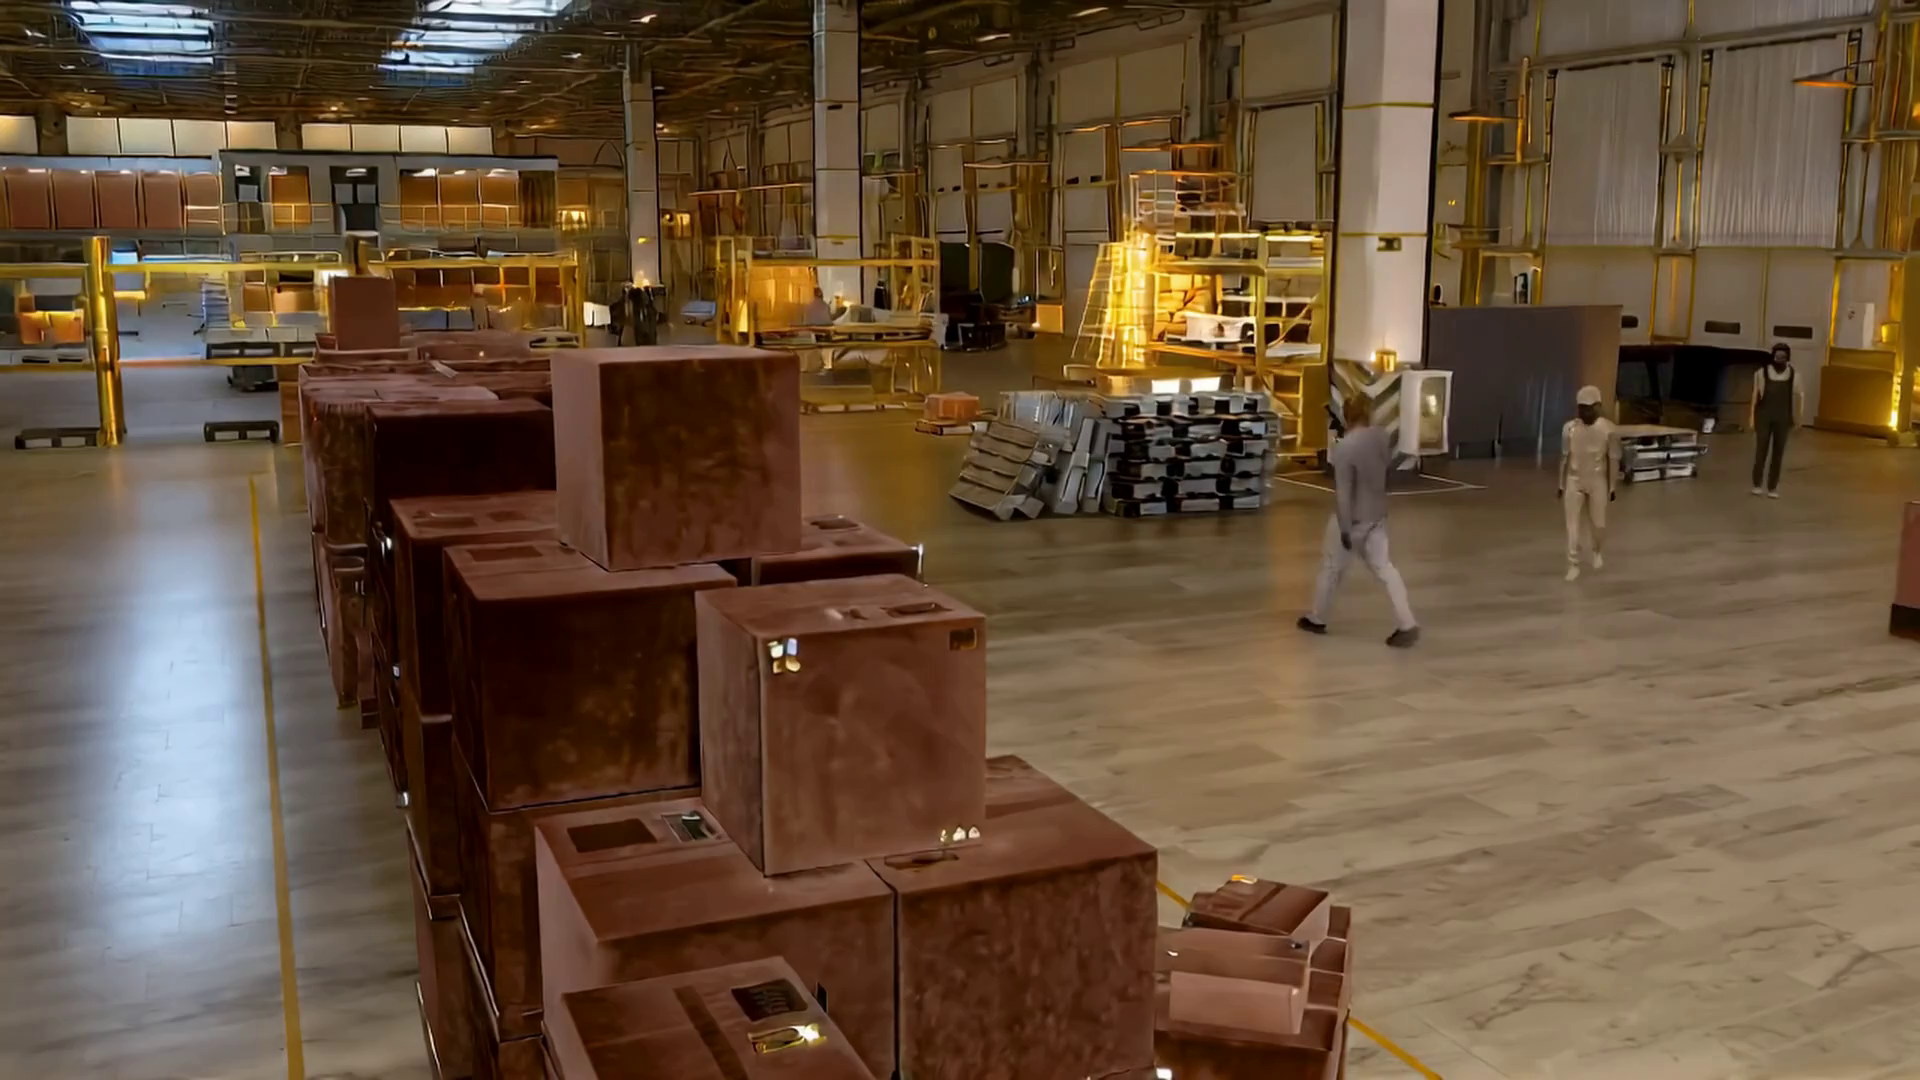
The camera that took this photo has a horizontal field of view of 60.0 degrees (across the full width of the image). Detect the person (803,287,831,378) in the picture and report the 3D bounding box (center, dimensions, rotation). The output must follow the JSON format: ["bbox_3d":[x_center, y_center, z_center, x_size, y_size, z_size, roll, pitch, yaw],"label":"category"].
[{"bbox_3d":[-3.101,-4.479,35.879,0.626,1.975,0.591,-5,12,-27],"label":"person"}]

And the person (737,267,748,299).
[{"bbox_3d":[-9.301,-10.958,71.686,0.640,1.932,0.443,-1,10,-5],"label":"person"}]

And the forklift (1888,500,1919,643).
[{"bbox_3d":[7.917,-0.604,12.013,1.873,2.768,1.129,-4,11,-23],"label":"forklift"}]

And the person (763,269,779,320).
[{"bbox_3d":[-6.941,-9.056,61.220,0.585,1.929,0.371,0,10,-1],"label":"person"}]

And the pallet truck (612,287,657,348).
[{"bbox_3d":[-6.464,-4.406,35.401,0.823,1.965,1.885,6,12,32],"label":"pallet truck"}]

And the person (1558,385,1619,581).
[{"bbox_3d":[5.517,-0.503,14.631,0.496,1.725,0.440,7,12,32],"label":"person"}]

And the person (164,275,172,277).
[{"bbox_3d":[-22.108,-6.466,46.788,0.620,2.001,0.802,-4,11,-20],"label":"person"}]

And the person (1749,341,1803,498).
[{"bbox_3d":[9.391,-1.371,19.148,0.520,1.824,0.572,3,11,18],"label":"person"}]

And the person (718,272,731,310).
[{"bbox_3d":[-9.209,-9.569,64.618,0.935,1.717,0.529,5,12,27],"label":"person"}]

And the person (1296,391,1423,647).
[{"bbox_3d":[2.994,-0.153,12.293,0.639,1.895,1.041,-7,12,-33],"label":"person"}]

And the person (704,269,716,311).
[{"bbox_3d":[-9.530,-9.456,63.729,0.631,1.827,0.631,6,12,28],"label":"person"}]

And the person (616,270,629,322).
[{"bbox_3d":[-11.737,-8.587,58.685,0.776,1.913,0.552,-4,11,-21],"label":"person"}]

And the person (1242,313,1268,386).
[{"bbox_3d":[4.717,-2.658,26.194,0.939,1.850,0.582,7,12,33],"label":"person"}]

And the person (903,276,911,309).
[{"bbox_3d":[-1.804,-8.468,58.667,0.541,1.674,0.707,-5,11,-26],"label":"person"}]

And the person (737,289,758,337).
[{"bbox_3d":[-5.125,-5.084,39.696,0.634,1.807,0.940,0,10,-1],"label":"person"}]

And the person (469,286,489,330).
[{"bbox_3d":[-11.974,-5.415,41.457,0.533,1.831,0.990,-8,13,-38],"label":"person"}]
